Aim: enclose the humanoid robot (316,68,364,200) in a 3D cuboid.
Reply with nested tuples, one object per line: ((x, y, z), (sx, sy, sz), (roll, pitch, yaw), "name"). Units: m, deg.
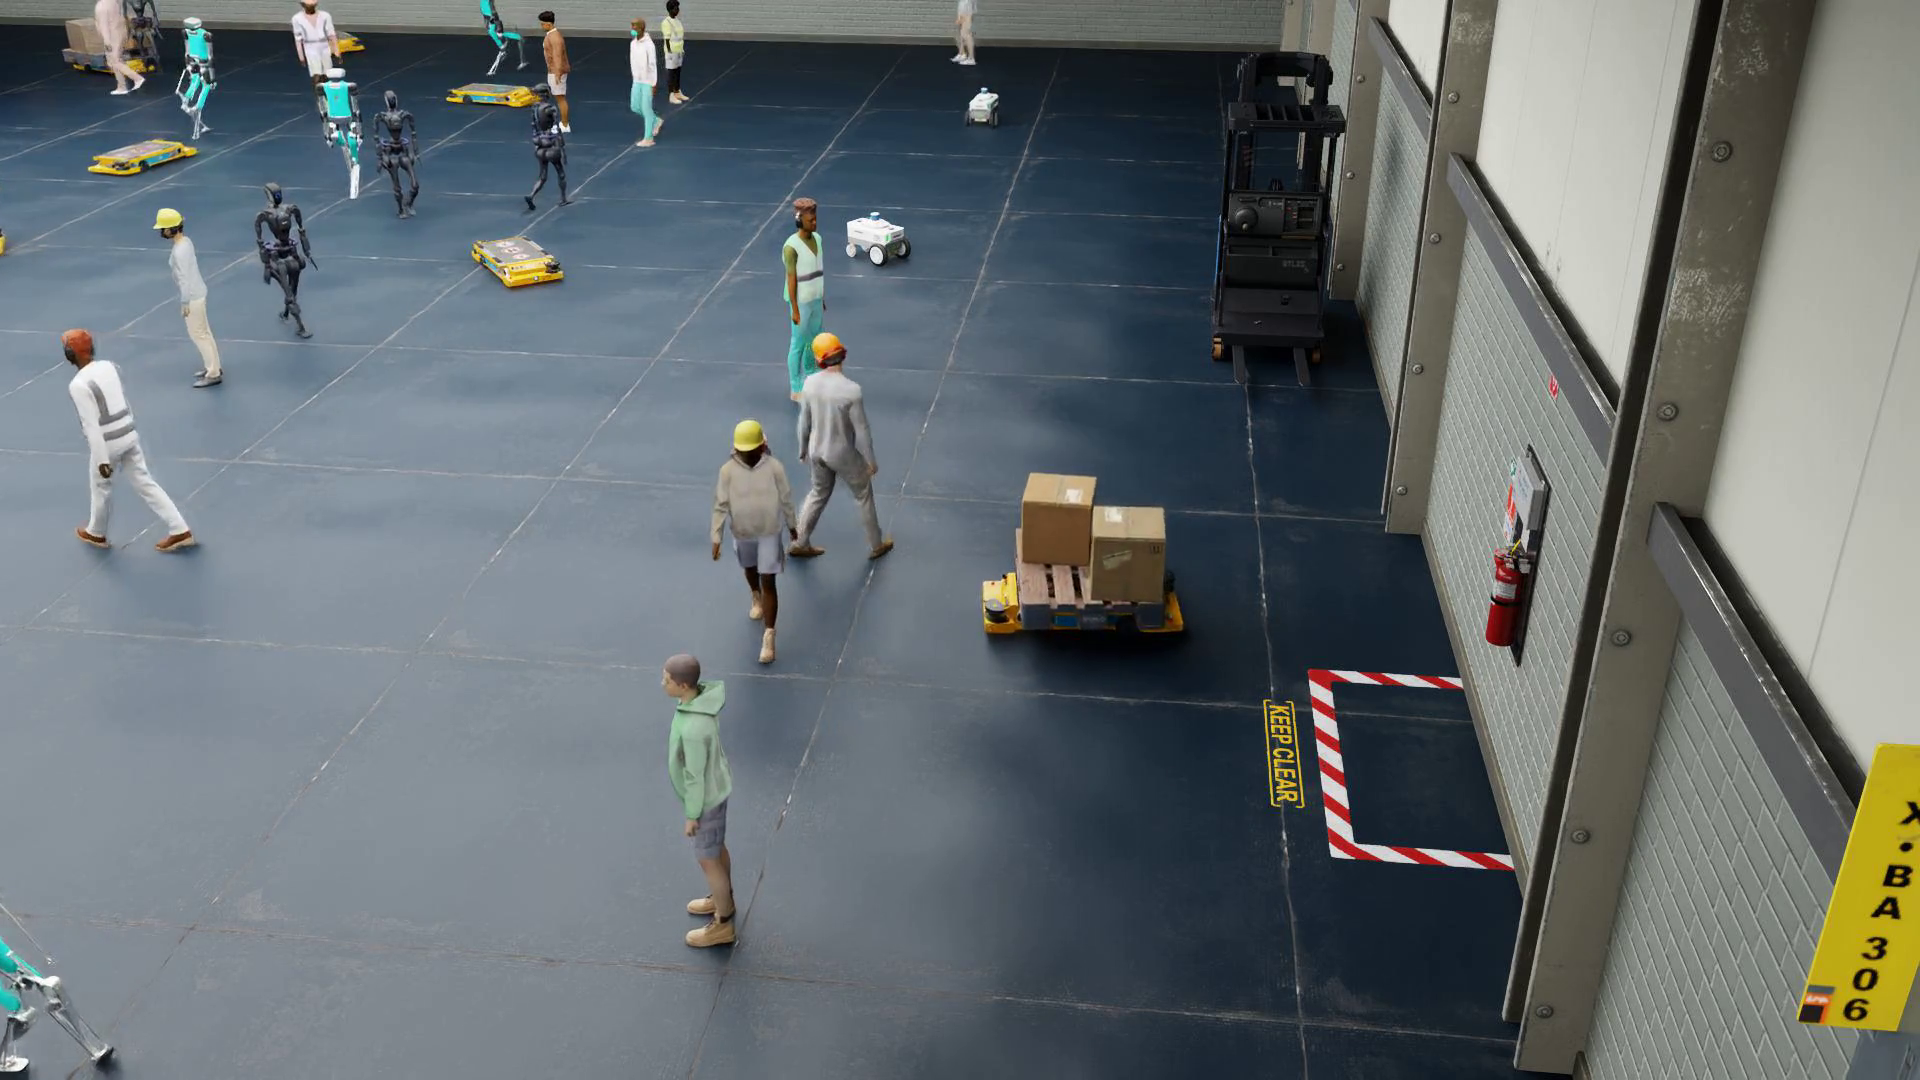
((-8.367, -5.584, 22.701), (0.539, 1.778, 1.024), (-4, 27, -9), "humanoid robot")

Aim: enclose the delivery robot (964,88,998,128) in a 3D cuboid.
((0.379, -6.906, 26.623), (0.499, 0.610, 0.788), (6, 27, 12), "delivery robot")

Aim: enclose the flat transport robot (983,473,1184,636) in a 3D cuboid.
((0.893, 0.450, 12.241), (1.431, 0.231, 0.659), (0, 27, 0), "flat transport robot")

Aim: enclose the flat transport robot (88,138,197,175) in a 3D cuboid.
((-11.956, -5.603, 24.324), (0.659, 0.231, 1.431), (9, 28, 17), "flat transport robot")

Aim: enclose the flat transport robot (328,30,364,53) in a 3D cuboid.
((-12.293, -9.793, 32.688), (0.659, 0.231, 1.431), (-18, 32, -32), "flat transport robot")

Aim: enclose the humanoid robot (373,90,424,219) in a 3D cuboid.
((-7.269, -4.981, 21.506), (0.590, 1.641, 0.355), (-17, 31, -31), "humanoid robot")

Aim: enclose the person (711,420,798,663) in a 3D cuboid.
((-1.448, -0.089, 11.709), (0.571, 1.712, 0.921), (0, 27, 0), "person")

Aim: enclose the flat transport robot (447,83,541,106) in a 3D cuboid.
((-7.907, -7.542, 28.194), (1.431, 0.231, 0.659), (8, 28, 16), "flat transport robot")

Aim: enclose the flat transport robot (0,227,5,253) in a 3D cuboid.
((-12.470, -3.566, 20.258), (1.431, 0.231, 0.659), (-12, 29, -22), "flat transport robot")

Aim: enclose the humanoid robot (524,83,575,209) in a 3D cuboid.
((-5.493, -5.197, 21.979), (0.608, 1.646, 0.693), (20, 33, 34), "humanoid robot")

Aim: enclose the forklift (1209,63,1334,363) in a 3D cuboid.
((3.241, -3.477, 17.183), (1.129, 2.768, 1.873), (3, 27, 6), "forklift")

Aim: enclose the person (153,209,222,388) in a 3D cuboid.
((-7.520, -2.368, 16.209), (0.347, 1.758, 0.519), (-8, 28, -15), "person")

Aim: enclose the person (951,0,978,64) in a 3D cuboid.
((0.021, -9.782, 30.889), (0.630, 1.856, 0.540), (1, 27, 2), "person")

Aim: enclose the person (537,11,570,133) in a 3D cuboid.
((-6.303, -7.322, 26.003), (0.419, 1.843, 0.789), (-10, 28, -19), "person")

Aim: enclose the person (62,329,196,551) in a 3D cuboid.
((-6.577, -0.754, 12.913), (0.993, 1.826, 0.642), (4, 27, 9), "person")

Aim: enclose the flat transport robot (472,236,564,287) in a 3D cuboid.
((-5.277, -3.322, 19.770), (0.659, 0.231, 1.431), (-15, 30, -28), "flat transport robot")

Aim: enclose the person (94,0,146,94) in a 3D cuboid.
((-14.415, -8.551, 28.415), (0.582, 1.882, 0.663), (-3, 27, -6), "person")

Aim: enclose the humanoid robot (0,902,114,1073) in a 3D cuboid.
((-4.524, 1.878, 7.854), (0.818, 1.875, 0.555), (2, 27, 4), "humanoid robot")

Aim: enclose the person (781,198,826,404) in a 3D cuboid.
((-1.469, -2.272, 15.769), (0.385, 1.977, 0.488), (15, 30, 27), "person")

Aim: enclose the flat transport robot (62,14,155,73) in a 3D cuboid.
((-15.586, -8.763, 30.632), (1.431, 0.231, 0.659), (15, 30, 27), "flat transport robot")

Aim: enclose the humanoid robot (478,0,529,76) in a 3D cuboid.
((-8.234, -9.313, 30.173), (1.022, 1.769, 0.559), (-22, 34, -37), "humanoid robot")

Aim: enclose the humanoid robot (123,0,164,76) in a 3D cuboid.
((-14.685, -9.185, 29.911), (0.588, 1.652, 0.474), (-8, 28, -15), "humanoid robot")

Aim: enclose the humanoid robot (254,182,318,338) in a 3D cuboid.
((-7.163, -2.992, 17.628), (0.797, 1.646, 0.586), (20, 33, 34), "humanoid robot")

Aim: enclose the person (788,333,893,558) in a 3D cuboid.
((-0.939, -0.704, 12.785), (0.667, 1.852, 0.659), (16, 31, 28), "person")

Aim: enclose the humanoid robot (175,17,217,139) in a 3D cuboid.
((-11.855, -7.047, 25.665), (0.552, 1.890, 0.796), (10, 28, 19), "humanoid robot")

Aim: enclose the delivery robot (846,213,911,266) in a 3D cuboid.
((-1.000, -3.647, 20.104), (0.774, 0.599, 0.499), (21, 33, 35), "delivery robot")

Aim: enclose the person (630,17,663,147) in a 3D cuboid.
((-4.752, -6.944, 25.187), (0.491, 1.903, 0.535), (19, 32, 33), "person")

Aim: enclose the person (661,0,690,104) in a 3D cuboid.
((-4.790, -8.209, 27.935), (0.319, 1.692, 0.531), (8, 28, 16), "person")

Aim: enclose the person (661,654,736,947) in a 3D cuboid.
((-1.360, 1.362, 8.784), (0.321, 1.735, 0.477), (-3, 27, -5), "person")

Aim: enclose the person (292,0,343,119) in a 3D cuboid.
((-10.304, -7.808, 26.788), (0.624, 2.013, 0.869), (-17, 31, -30), "person")
